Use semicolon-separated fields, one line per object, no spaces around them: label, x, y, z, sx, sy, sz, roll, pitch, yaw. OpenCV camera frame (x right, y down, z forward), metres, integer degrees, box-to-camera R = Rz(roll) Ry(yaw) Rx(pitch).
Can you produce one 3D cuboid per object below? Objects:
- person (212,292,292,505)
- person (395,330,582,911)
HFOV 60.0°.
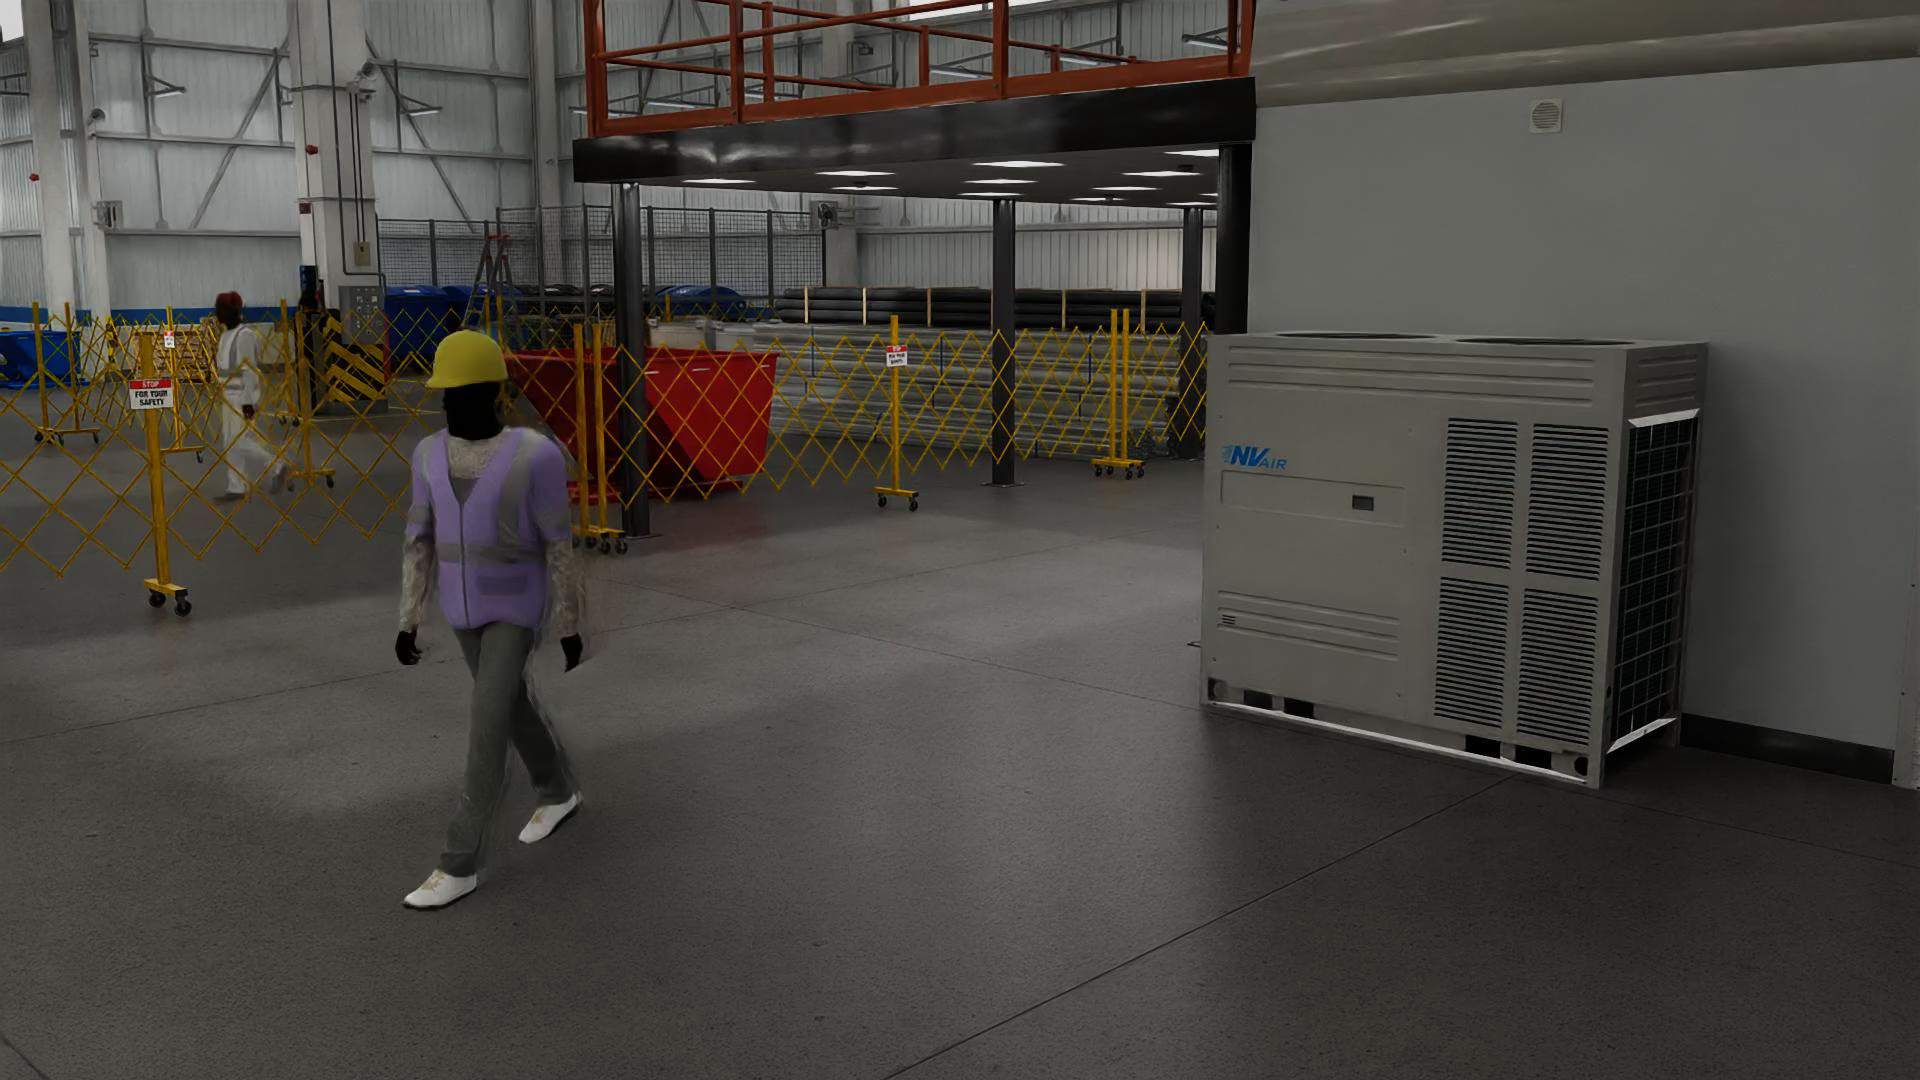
person;-6.321;-1.243;14.661;0.591;1.869;0.576;9;13;44
person;-1.604;0.222;5.684;0.610;1.874;1.022;4;10;23
